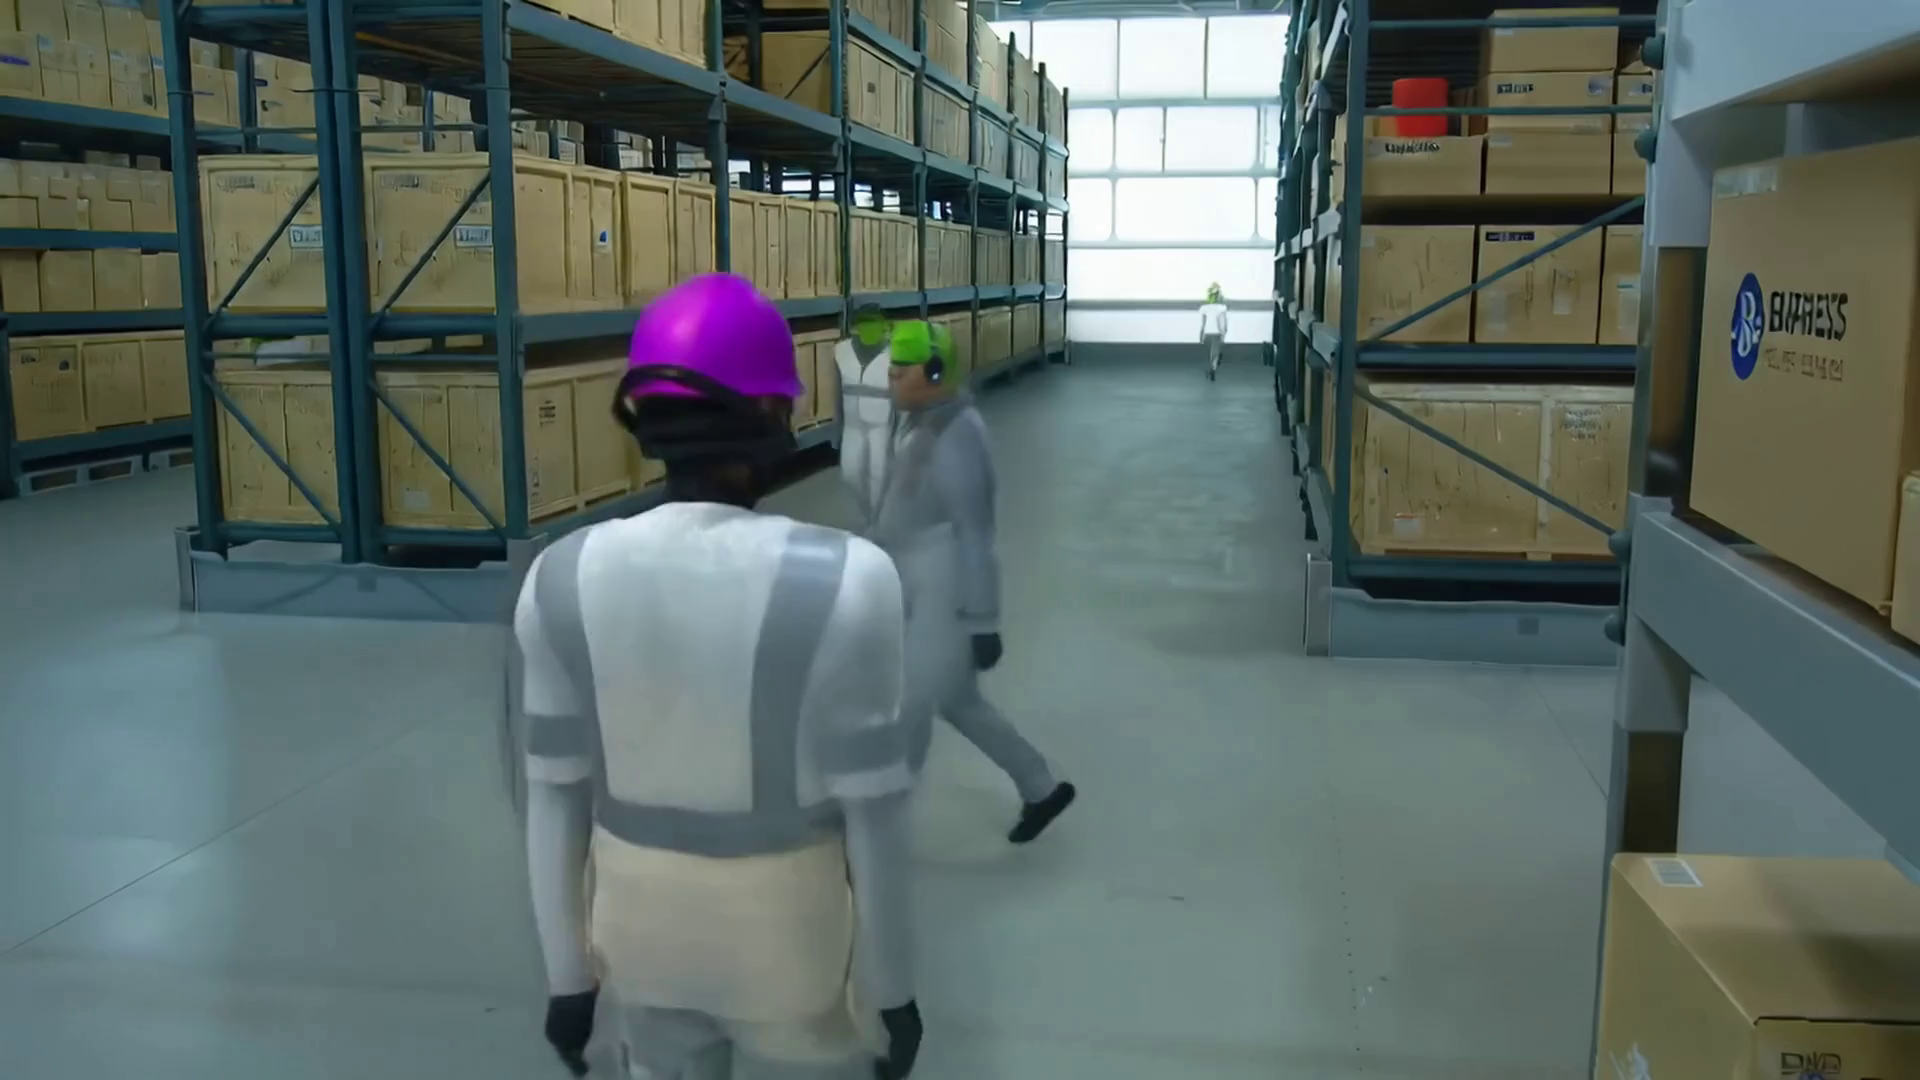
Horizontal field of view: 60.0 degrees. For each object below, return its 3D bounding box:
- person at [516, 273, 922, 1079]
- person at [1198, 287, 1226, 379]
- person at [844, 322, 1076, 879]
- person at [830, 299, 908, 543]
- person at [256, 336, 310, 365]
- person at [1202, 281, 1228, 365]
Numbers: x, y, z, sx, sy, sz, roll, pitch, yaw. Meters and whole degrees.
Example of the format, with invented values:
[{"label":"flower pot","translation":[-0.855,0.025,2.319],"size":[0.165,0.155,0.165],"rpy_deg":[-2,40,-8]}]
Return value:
[{"label":"person","translation":[-0.380,0.621,2.487],"size":[0.617,2.028,0.768],"rpy_deg":[3,10,20]},{"label":"person","translation":[4.723,-3.868,31.214],"size":[0.526,1.742,0.724],"rpy_deg":[2,9,13]},{"label":"person","translation":[-0.020,0.192,5.650],"size":[0.937,1.871,0.654],"rpy_deg":[-3,10,-18]},{"label":"person","translation":[-0.651,-0.825,12.043],"size":[0.588,1.828,0.459],"rpy_deg":[3,10,16]},{"label":"person","translation":[-6.787,-1.467,16.777],"size":[0.529,1.589,0.844],"rpy_deg":[-3,10,-16]},{"label":"person","translation":[5.539,-4.717,36.214],"size":[0.414,1.822,0.615],"rpy_deg":[-8,12,-39]}]
